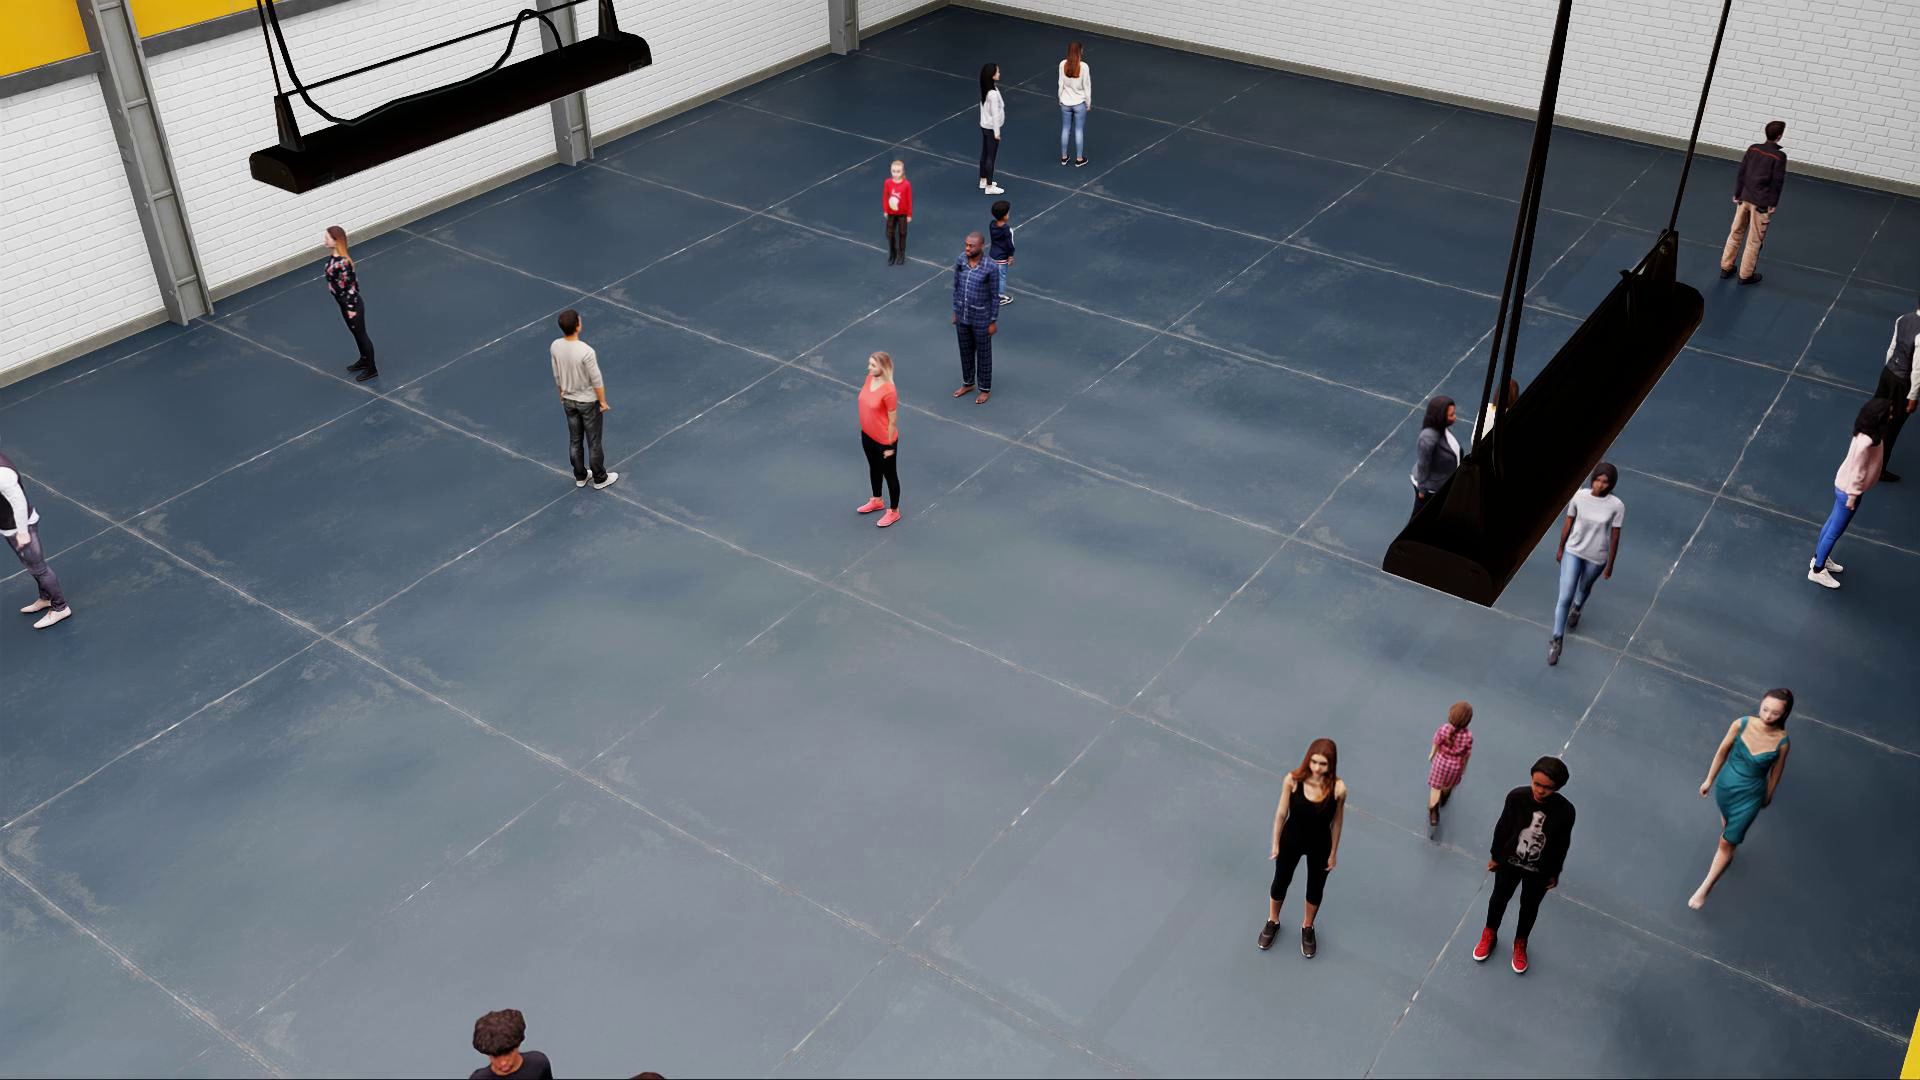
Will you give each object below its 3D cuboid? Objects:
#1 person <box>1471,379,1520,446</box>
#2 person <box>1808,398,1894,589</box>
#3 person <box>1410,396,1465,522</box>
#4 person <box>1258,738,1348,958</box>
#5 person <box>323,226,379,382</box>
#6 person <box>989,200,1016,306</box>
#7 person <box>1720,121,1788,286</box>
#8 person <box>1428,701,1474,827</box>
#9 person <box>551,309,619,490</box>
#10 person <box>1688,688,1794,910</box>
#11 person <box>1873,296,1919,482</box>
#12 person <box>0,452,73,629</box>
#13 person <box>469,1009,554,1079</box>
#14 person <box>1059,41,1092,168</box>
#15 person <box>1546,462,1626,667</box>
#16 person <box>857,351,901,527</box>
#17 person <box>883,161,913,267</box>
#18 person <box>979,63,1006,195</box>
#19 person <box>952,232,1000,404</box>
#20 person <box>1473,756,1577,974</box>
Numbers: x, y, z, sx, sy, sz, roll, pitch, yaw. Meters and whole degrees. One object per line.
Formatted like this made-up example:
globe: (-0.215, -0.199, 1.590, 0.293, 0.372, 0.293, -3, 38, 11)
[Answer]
person: (4.677, -0.667, 14.596, 0.614, 1.683, 0.535, 23, 40, 30)
person: (7.582, -0.437, 14.171, 0.720, 1.770, 0.510, 17, 37, 24)
person: (4.086, -0.532, 14.474, 0.780, 1.593, 0.660, 13, 36, 19)
person: (2.222, 1.937, 10.639, 0.623, 1.726, 0.608, 10, 35, 14)
person: (-6.350, -2.485, 17.333, 0.639, 1.681, 0.642, -19, 38, -26)
person: (0.452, -3.283, 18.947, 0.528, 1.222, 0.548, -27, 42, -34)
person: (9.220, -3.923, 19.277, 0.749, 1.925, 0.778, -20, 38, -27)
person: (3.461, 1.589, 11.814, 0.523, 1.005, 0.760, 12, 36, 18)
person: (-3.520, -1.301, 15.433, 0.699, 1.812, 0.637, 12, 35, 17)
person: (5.253, 1.648, 11.151, 1.083, 1.641, 0.693, -28, 43, -35)
person: (8.818, -1.473, 15.596, 0.838, 1.919, 0.743, -1, 34, -2)
person: (-7.736, -0.114, 13.638, 0.663, 1.822, 0.742, -26, 42, -34)
person: (-2.317, 3.137, 8.767, 0.676, 1.800, 0.770, -15, 36, -21)
person: (1.544, -5.900, 22.461, 0.649, 1.692, 0.595, 15, 36, 21)
person: (5.068, 0.113, 13.430, 0.727, 1.675, 1.155, 15, 37, 22)
person: (-0.711, -0.935, 14.988, 0.621, 1.694, 0.649, -24, 40, -31)
person: (-0.733, -3.937, 19.884, 0.614, 1.274, 0.666, 3, 34, 5)
person: (0.394, -5.375, 21.664, 0.738, 1.700, 0.698, -9, 35, -14)
person: (0.156, -2.278, 16.892, 0.679, 1.824, 0.605, 19, 38, 26)
person: (3.593, 2.033, 10.541, 0.637, 1.675, 0.580, 14, 36, 20)
